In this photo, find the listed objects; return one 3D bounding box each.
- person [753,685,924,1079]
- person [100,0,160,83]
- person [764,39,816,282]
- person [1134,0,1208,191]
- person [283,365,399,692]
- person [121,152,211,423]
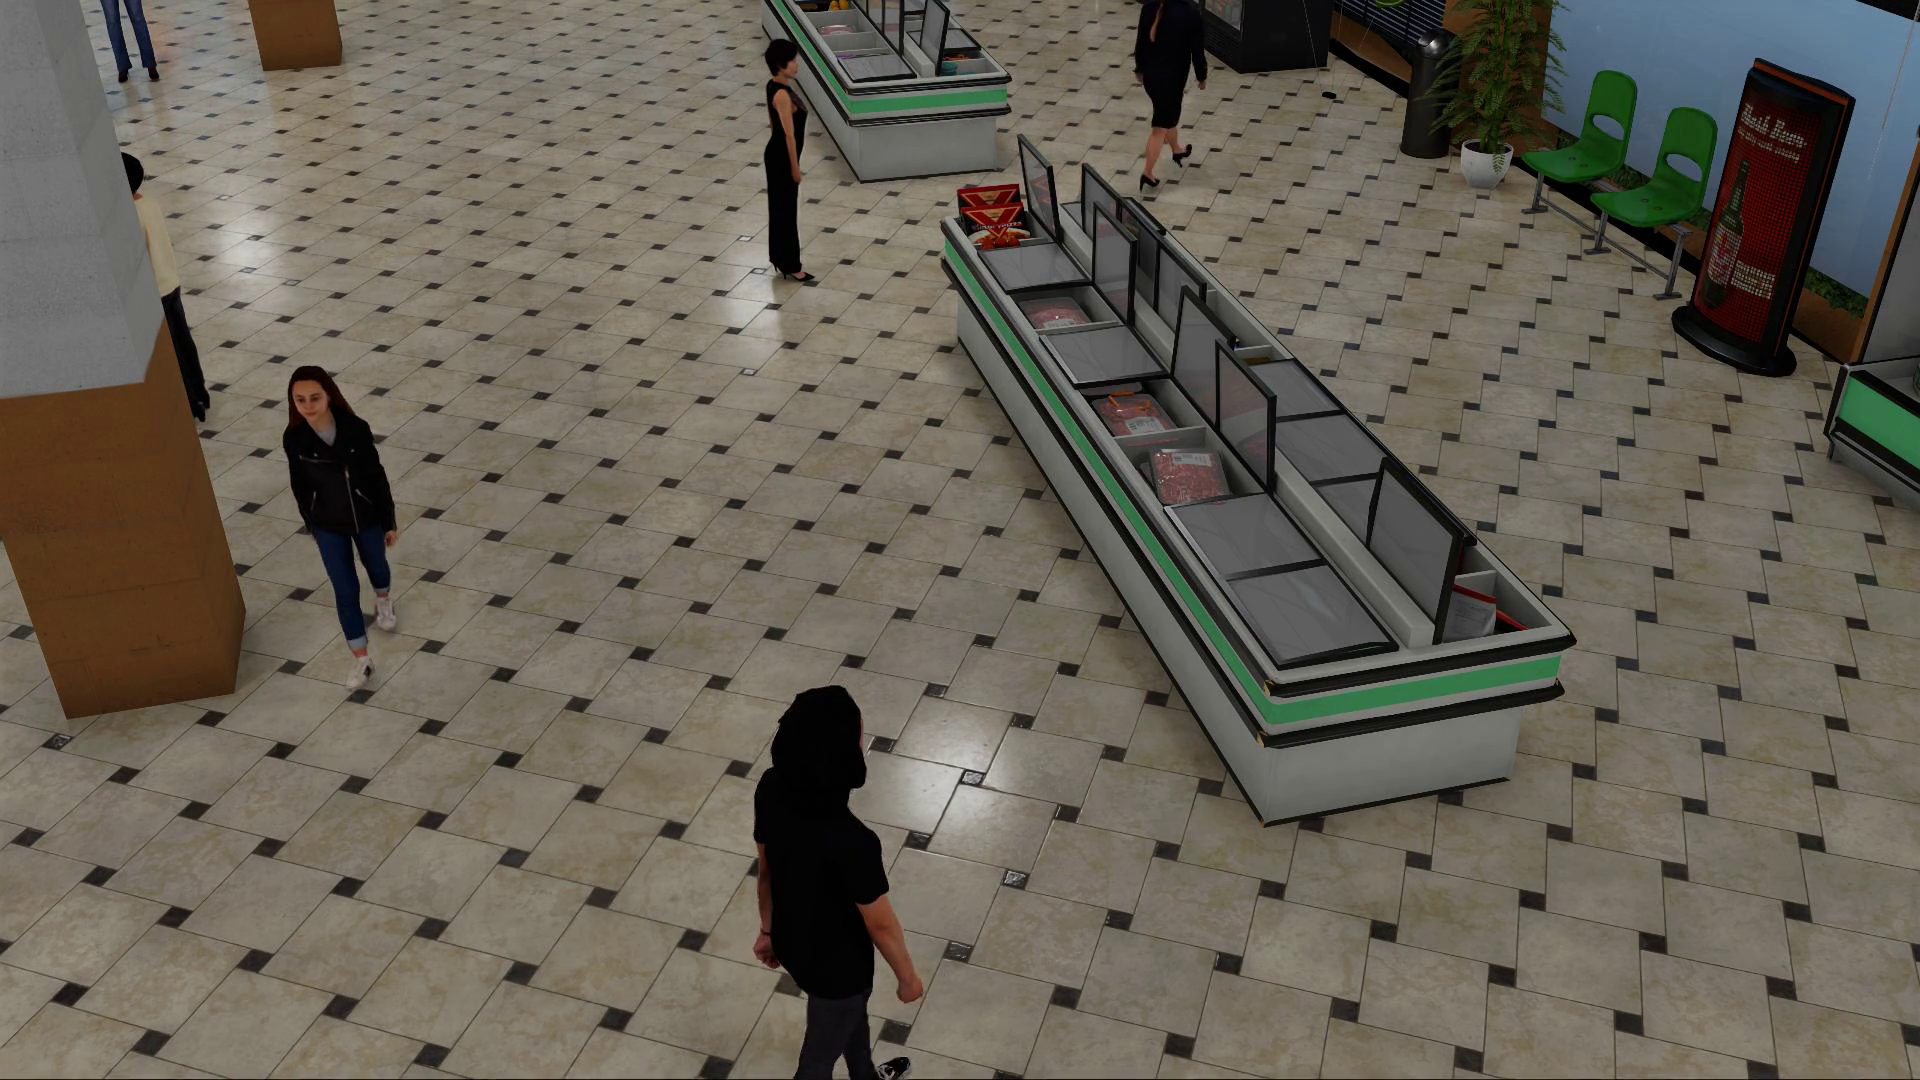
[{"bbox_3d":[-0.468,1.231,4.876,0.910,1.812,0.902,-24,39,-33],"label":"person"},{"bbox_3d":[-7.629,-5.074,15.026,0.640,1.796,0.553,-12,34,-18],"label":"person"},{"bbox_3d":[-1.189,-2.532,11.122,0.647,1.603,0.462,-10,33,-16],"label":"person"},{"bbox_3d":[1.510,-3.433,12.536,1.092,1.639,1.091,25,40,34],"label":"person"},{"bbox_3d":[-2.711,-0.130,7.409,0.563,1.448,0.944,-8,33,-13],"label":"person"},{"bbox_3d":[-4.507,-1.400,9.316,0.690,1.588,0.478,-2,32,-3],"label":"person"}]
